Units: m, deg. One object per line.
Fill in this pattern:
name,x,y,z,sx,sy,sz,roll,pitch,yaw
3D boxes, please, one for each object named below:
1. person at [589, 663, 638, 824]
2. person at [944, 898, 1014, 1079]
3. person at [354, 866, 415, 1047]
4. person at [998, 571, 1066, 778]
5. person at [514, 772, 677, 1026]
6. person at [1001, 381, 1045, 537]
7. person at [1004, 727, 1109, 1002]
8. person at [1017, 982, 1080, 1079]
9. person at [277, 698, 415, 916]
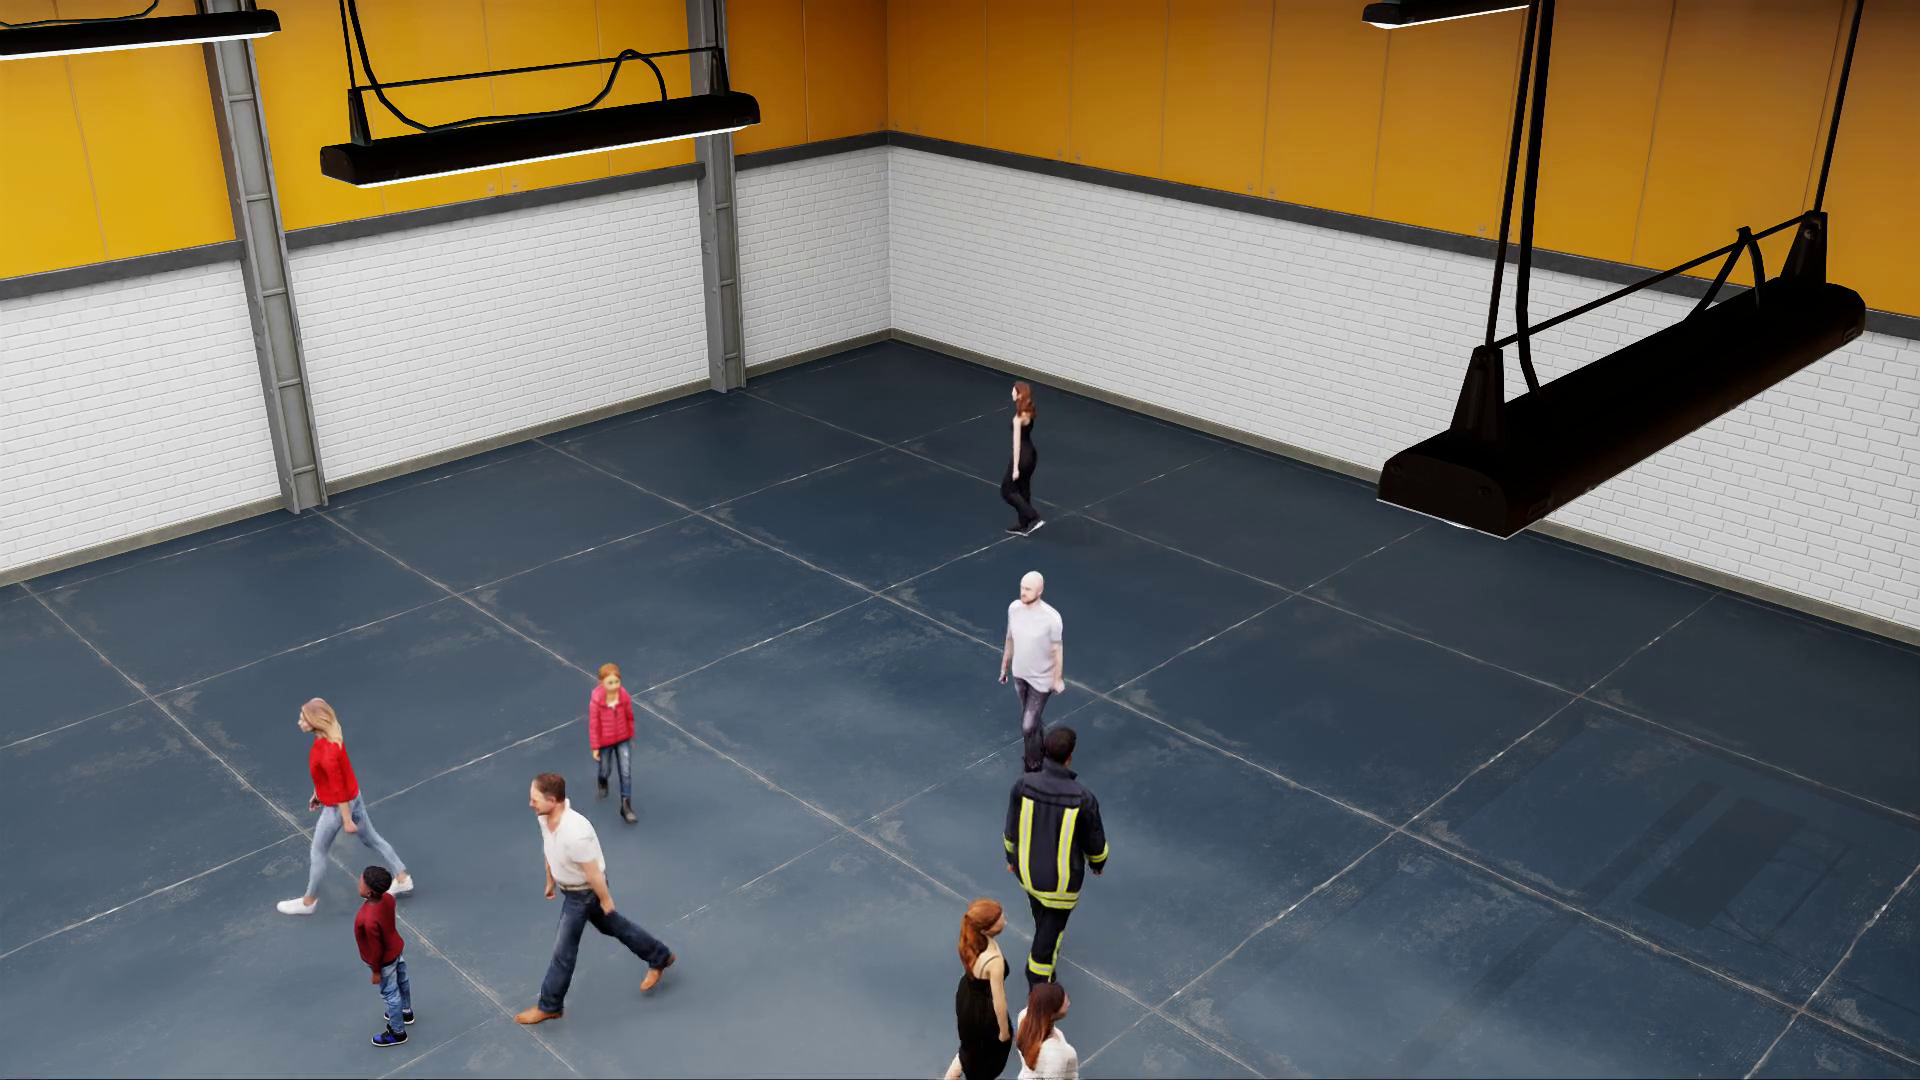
person,-2.699,1.530,12.820,0.798,1.302,0.736,-11,26,-24
person,0.040,2.758,9.631,0.799,1.606,0.716,-12,26,-26
person,-3.613,2.589,10.456,0.643,1.256,0.580,0,24,1
person,0.652,1.068,13.237,0.746,1.816,0.690,-20,31,-38
person,-2.287,2.237,10.609,1.396,1.779,0.943,-14,27,-28
person,0.755,-0.835,17.693,0.822,1.734,0.782,7,25,15
person,0.552,2.136,10.702,1.063,1.889,1.243,10,25,21
person,0.368,3.060,8.861,1.115,1.671,0.836,-11,26,-23
person,-4.244,1.858,11.630,1.222,1.655,1.004,-6,24,-14
